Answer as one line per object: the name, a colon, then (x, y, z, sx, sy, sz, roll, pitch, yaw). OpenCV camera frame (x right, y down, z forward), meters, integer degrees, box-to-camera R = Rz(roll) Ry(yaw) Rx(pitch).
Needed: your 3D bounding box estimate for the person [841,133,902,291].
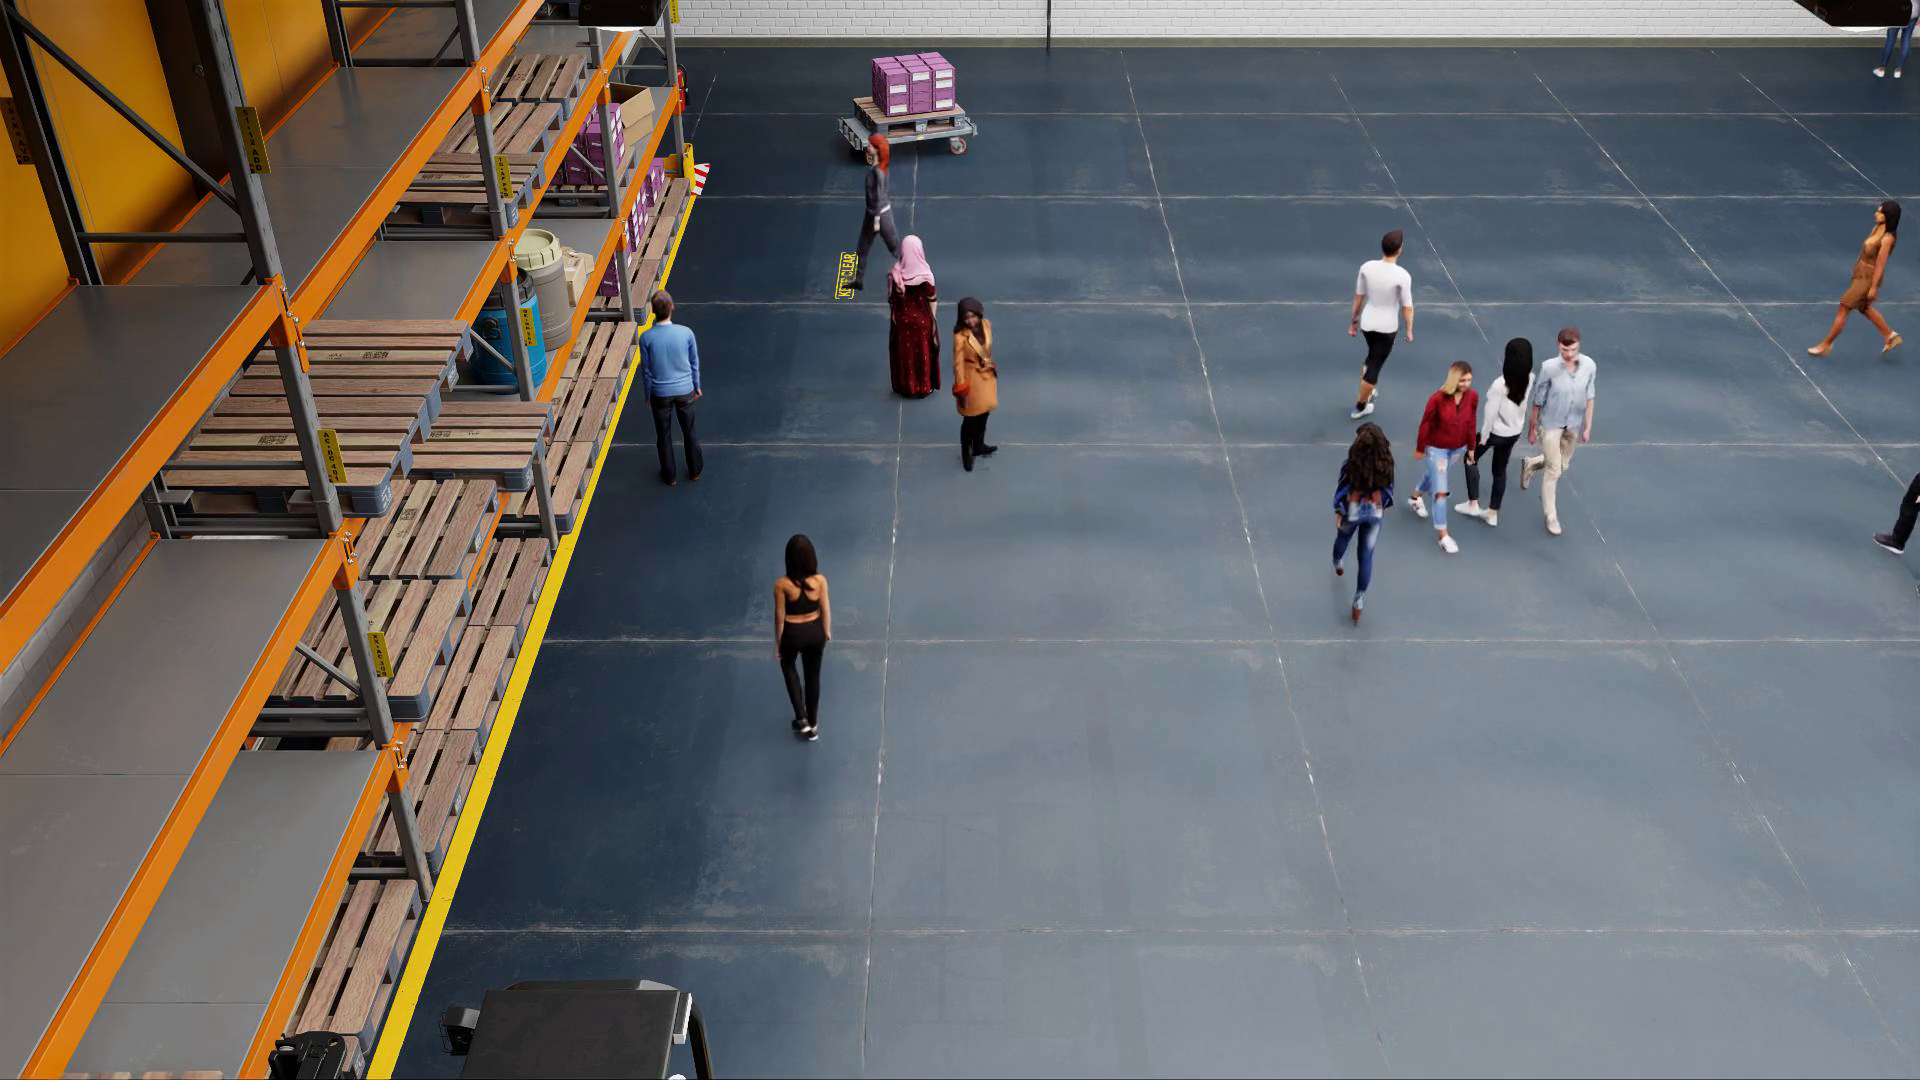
person: (-0.773, -3.420, 17.621, 0.780, 1.735, 1.104, -6, 34, -8)

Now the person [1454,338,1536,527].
person: (4.556, -0.857, 13.813, 0.731, 1.682, 0.760, -18, 38, -25)

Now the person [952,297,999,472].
person: (0.128, -1.387, 14.592, 0.904, 1.703, 0.836, 19, 38, 26)

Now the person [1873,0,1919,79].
person: (13.485, -7.485, 23.738, 0.646, 1.734, 0.582, 6, 34, 9)

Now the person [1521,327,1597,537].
person: (4.966, -0.992, 13.903, 0.778, 1.808, 1.098, -7, 34, -10)

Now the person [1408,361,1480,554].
person: (3.980, -0.777, 13.780, 0.870, 1.586, 1.179, -11, 35, -16)

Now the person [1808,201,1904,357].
person: (8.979, -2.510, 16.319, 0.803, 1.661, 1.056, 8, 34, 11)

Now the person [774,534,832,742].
person: (-1.075, 0.729, 11.470, 0.644, 1.633, 0.666, -9, 35, -14)

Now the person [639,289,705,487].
person: (-2.491, -1.319, 14.384, 0.714, 1.820, 0.674, -9, 35, -14)

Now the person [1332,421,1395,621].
person: (3.110, -0.132, 12.821, 0.707, 1.572, 1.069, 4, 34, 6)

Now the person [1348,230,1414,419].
person: (3.817, -1.948, 15.316, 0.971, 1.835, 0.911, -29, 43, -36)

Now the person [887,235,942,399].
person: (-0.446, -2.102, 15.733, 0.713, 1.630, 0.668, 7, 34, 11)
